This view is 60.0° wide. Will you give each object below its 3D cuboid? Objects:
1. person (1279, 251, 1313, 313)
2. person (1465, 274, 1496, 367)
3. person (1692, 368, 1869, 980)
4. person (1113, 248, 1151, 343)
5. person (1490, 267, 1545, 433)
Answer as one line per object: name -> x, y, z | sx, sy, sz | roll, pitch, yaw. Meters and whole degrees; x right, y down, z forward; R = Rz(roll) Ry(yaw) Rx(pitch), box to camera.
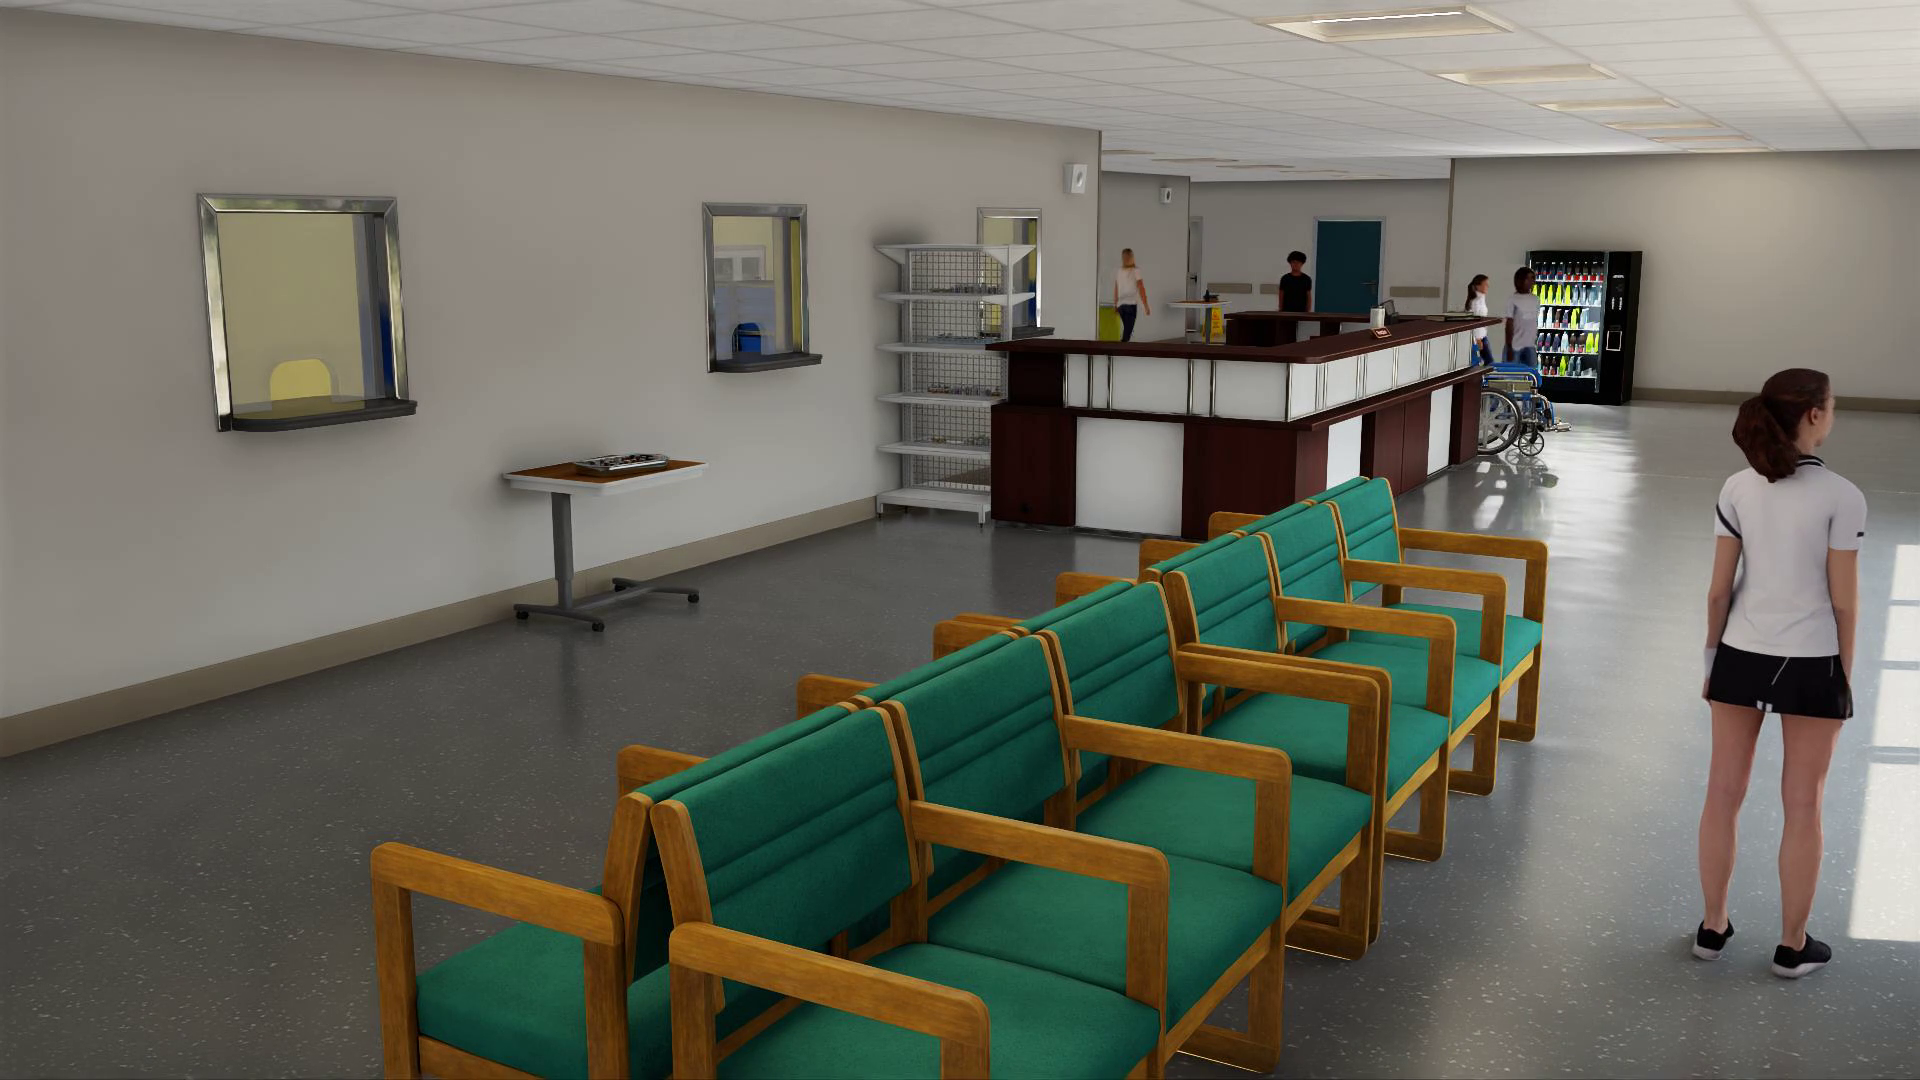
person -> 4.848, -3.289, 24.073 | 0.592, 1.781, 0.748 | 2, 11, 12
person -> 6.239, -2.468, 20.398 | 0.734, 1.538, 0.547 | 7, 13, 31
person -> 2.362, 0.382, 4.813 | 0.505, 1.749, 0.651 | 9, 14, 40
person -> 2.452, -3.478, 25.041 | 0.832, 1.792, 0.793 | -9, 14, -38
person -> 5.767, -1.951, 17.308 | 1.096, 1.675, 1.188 | -3, 11, -18
